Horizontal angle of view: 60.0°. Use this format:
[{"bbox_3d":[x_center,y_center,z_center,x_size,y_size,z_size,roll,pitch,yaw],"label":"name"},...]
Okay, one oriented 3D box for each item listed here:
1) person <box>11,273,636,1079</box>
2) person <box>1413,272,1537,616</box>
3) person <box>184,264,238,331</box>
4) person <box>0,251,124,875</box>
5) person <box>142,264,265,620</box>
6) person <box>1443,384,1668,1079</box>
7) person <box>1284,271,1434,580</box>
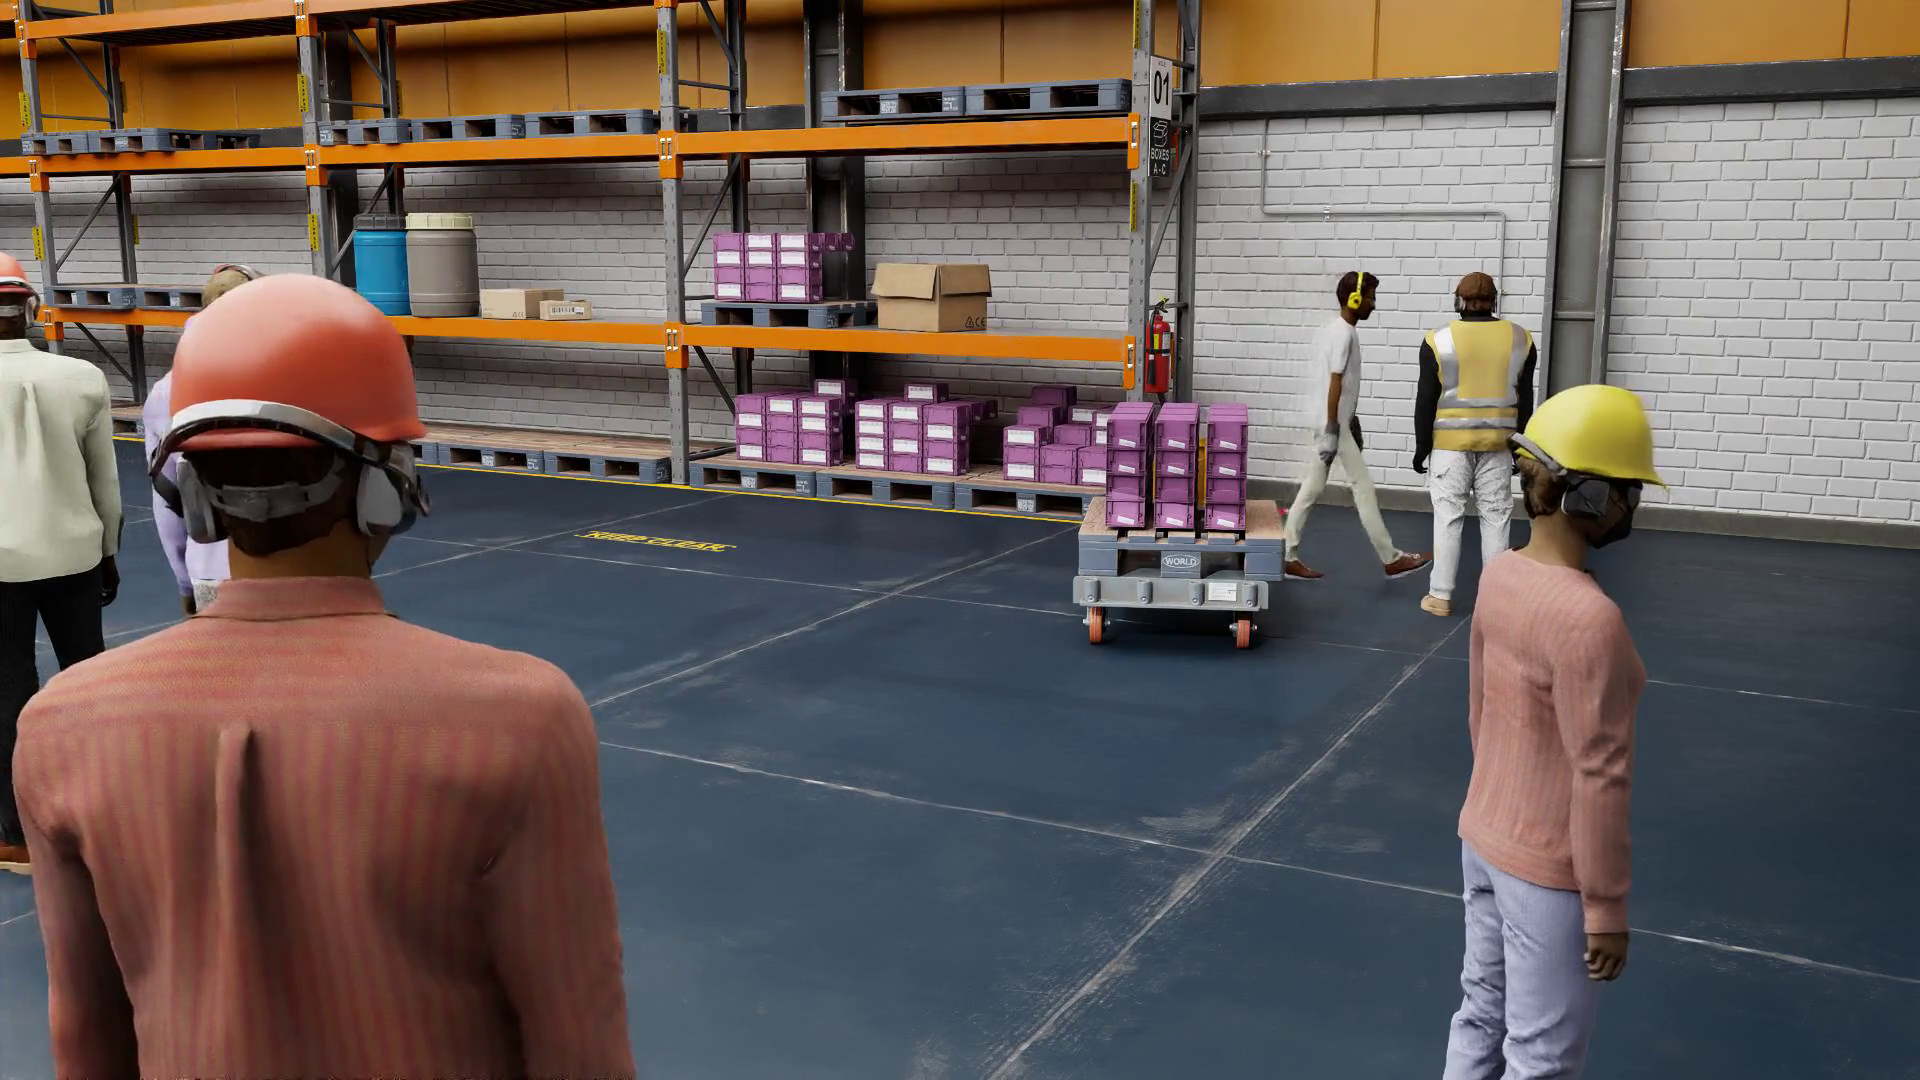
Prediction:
[{"bbox_3d":[-0.643,0.721,1.783,0.617,1.985,0.398,1,10,6],"label":"person"},{"bbox_3d":[2.725,-0.501,8.886,0.622,1.838,0.429,0,10,2],"label":"person"},{"bbox_3d":[-4.603,-0.825,10.616,0.565,1.849,0.388,-2,11,-10],"label":"person"},{"bbox_3d":[-2.994,0.071,5.328,0.392,1.987,0.611,7,13,35],"label":"person"},{"bbox_3d":[-2.161,0.133,5.122,0.627,1.941,0.373,3,11,16],"label":"person"},{"bbox_3d":[1.096,0.595,3.077,0.317,1.765,0.522,-1,10,-5],"label":"person"},{"bbox_3d":[2.313,-0.651,9.757,0.978,1.814,0.530,1,10,4],"label":"person"}]
